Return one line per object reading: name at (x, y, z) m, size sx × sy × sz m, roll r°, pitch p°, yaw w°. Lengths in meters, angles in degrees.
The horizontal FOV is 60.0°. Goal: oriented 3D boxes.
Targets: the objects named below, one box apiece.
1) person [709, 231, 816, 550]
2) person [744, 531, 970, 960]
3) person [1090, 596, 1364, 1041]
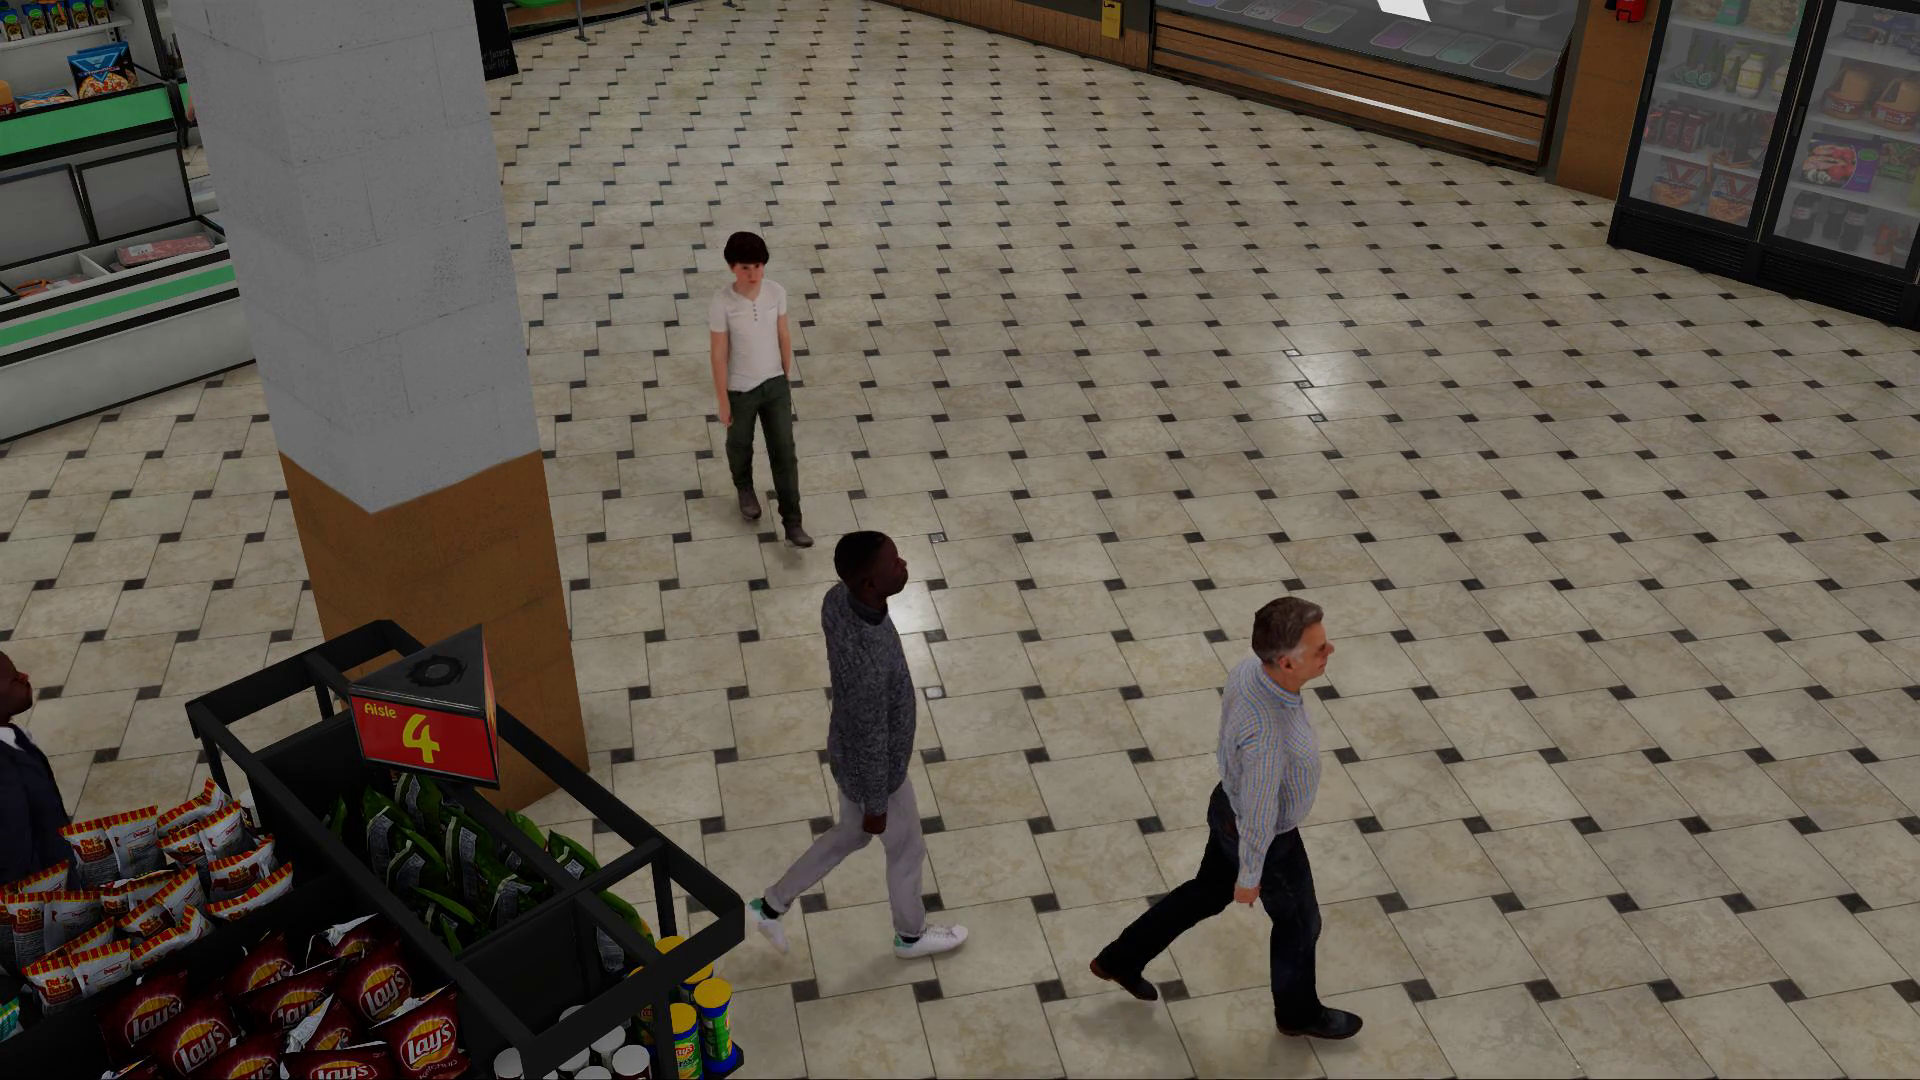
person at (-1.060, -0.786, 8.325) m, size 1.077 × 1.613 × 0.910 m, roll -13°, pitch 34°, yaw -20°
person at (-0.401, 0.762, 5.643) m, size 1.186 × 1.817 × 1.015 m, roll -8°, pitch 33°, yaw -12°
person at (0.885, 0.926, 5.405) m, size 1.209 × 1.791 × 1.151 m, roll 0°, pitch 32°, yaw 0°
